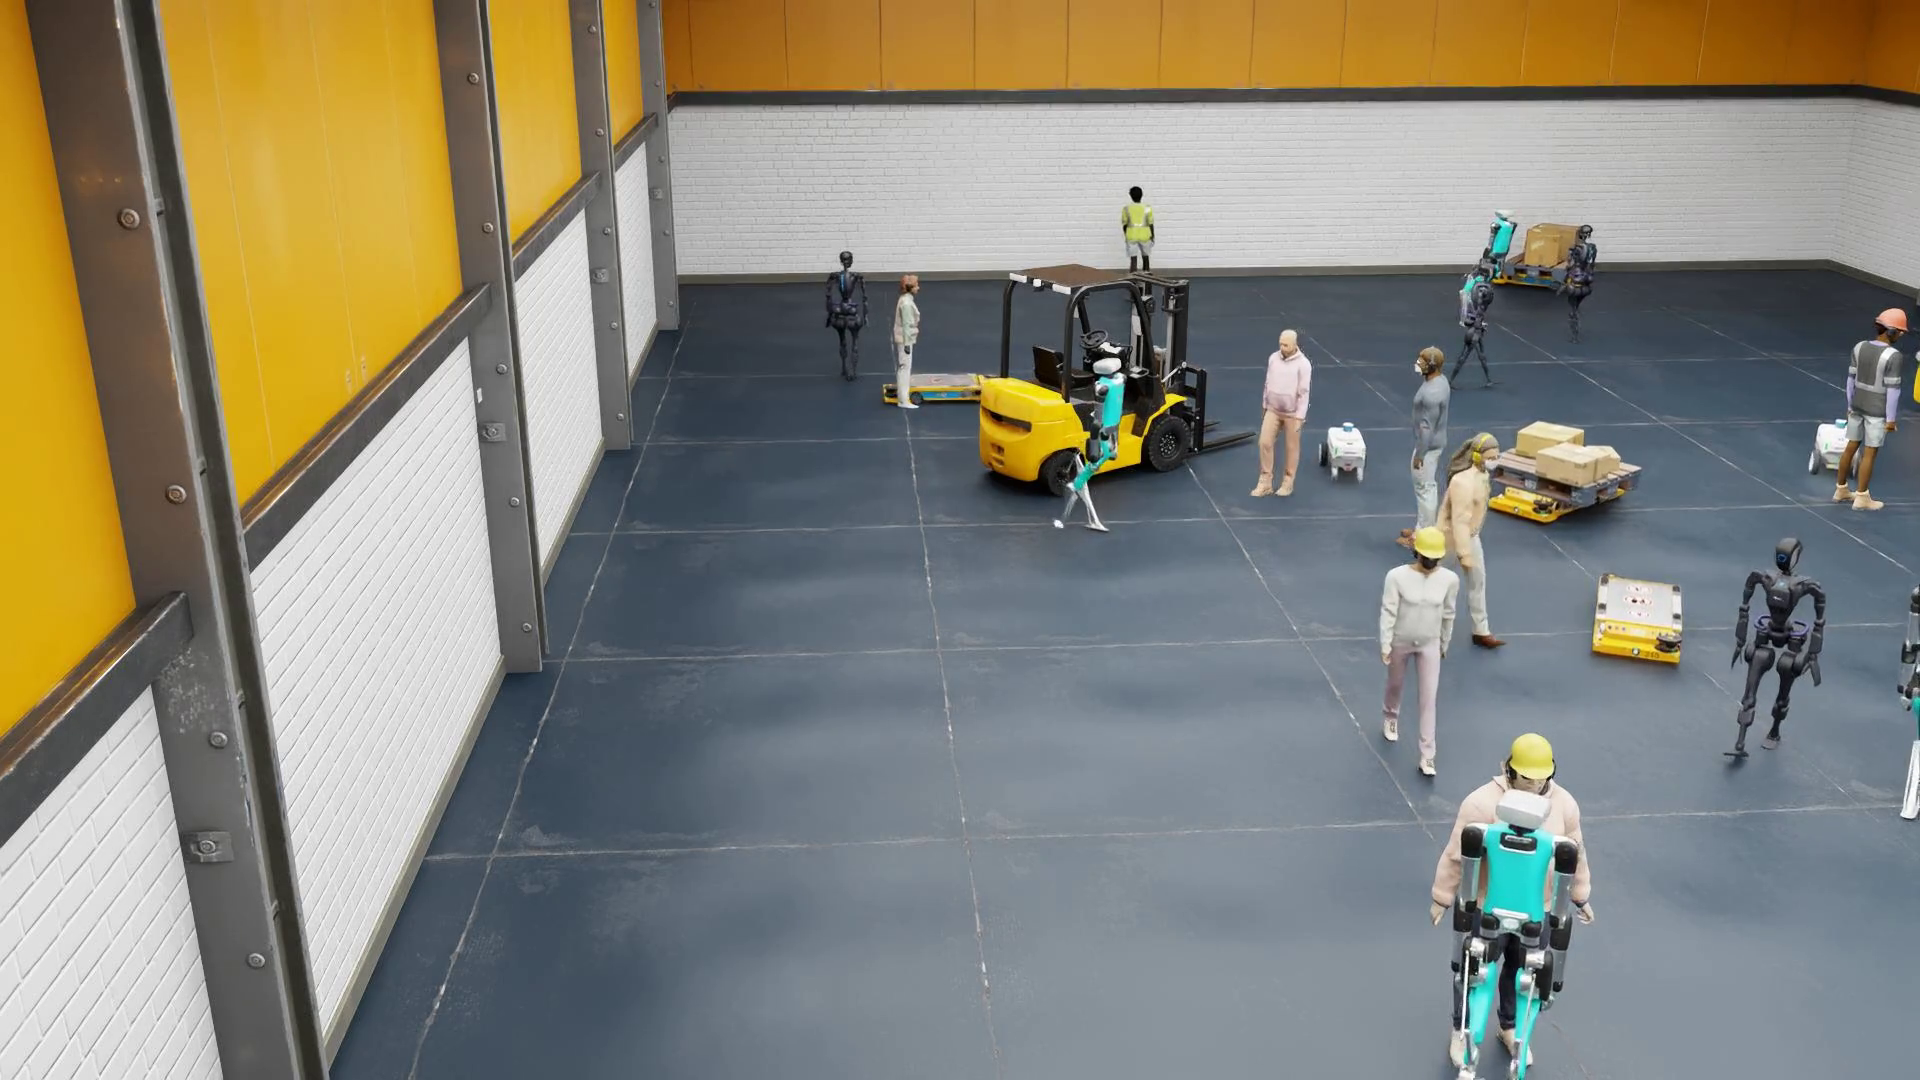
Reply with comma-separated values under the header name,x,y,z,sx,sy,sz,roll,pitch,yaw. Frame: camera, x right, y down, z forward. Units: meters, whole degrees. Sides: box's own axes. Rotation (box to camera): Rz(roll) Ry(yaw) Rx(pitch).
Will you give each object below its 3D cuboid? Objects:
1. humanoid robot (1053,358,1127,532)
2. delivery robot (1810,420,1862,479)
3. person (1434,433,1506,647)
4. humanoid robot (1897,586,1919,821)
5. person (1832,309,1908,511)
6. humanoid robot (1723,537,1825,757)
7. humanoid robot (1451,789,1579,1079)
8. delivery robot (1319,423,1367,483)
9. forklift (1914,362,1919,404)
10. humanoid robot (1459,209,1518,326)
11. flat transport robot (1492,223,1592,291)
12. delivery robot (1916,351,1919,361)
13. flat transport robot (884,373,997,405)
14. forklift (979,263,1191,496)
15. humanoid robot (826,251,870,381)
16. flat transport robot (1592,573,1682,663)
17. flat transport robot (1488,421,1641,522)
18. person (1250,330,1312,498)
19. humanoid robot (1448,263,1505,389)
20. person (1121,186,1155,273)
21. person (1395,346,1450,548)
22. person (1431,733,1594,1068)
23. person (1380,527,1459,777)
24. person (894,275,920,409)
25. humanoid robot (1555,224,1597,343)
name,x,y,z,sx,sy,sz,roll,pitch,yaw
humanoid robot,1.170,-0.852,15.954,0.795,1.888,0.552,12,23,29
delivery robot,9.439,-0.978,17.904,0.499,0.614,0.808,7,21,19
person,4.075,-0.009,13.408,0.952,1.804,0.573,18,27,40
humanoid robot,6.544,0.931,11.029,0.538,1.780,1.025,15,25,35
person,9.131,-1.306,16.632,0.388,2.033,0.604,-5,21,-14
humanoid robot,5.681,0.763,11.542,0.598,1.630,0.717,16,26,37
humanoid robot,2.522,2.134,7.774,0.549,1.823,0.792,8,22,22
delivery robot,4.135,-0.960,17.824,0.499,0.592,0.783,2,20,6
forklift,12.602,-2.435,19.475,2.313,2.155,1.214,-1,20,-4
humanoid robot,7.650,-3.988,24.373,0.548,1.773,0.803,-15,25,-35
flat transport robot,9.568,-4.293,27.324,1.431,0.231,0.659,14,24,33
delivery robot,13.169,-2.563,22.224,0.501,0.614,0.786,3,20,8
flat transport robot,-0.234,-1.887,20.768,1.431,0.231,0.659,-1,20,-3
forklift,1.315,-1.764,17.646,2.313,2.155,1.214,-14,24,-33
humanoid robot,-1.462,-2.903,21.515,0.614,1.638,0.394,5,21,13
flat transport robot,5.659,0.638,13.888,0.659,0.231,1.431,8,22,20
flat transport robot,6.082,-0.482,16.940,1.431,0.231,0.659,-15,25,-36
person,3.265,-1.267,16.913,0.557,1.758,0.662,16,26,37
humanoid robot,6.545,-2.688,20.958,0.759,1.619,0.610,7,21,19
person,2.886,-4.898,26.954,0.543,1.651,0.830,2,20,7
person,4.368,-0.869,15.596,0.372,1.933,0.625,7,21,17
person,2.780,1.802,8.400,0.819,1.864,0.419,-1,20,-2
person,3.165,0.723,11.548,0.531,1.714,0.892,2,20,5
person,-0.645,-2.414,20.228,0.322,1.630,0.532,-1,20,-2
humanoid robot,8.698,-3.615,23.438,0.603,1.650,0.357,-9,22,-24
